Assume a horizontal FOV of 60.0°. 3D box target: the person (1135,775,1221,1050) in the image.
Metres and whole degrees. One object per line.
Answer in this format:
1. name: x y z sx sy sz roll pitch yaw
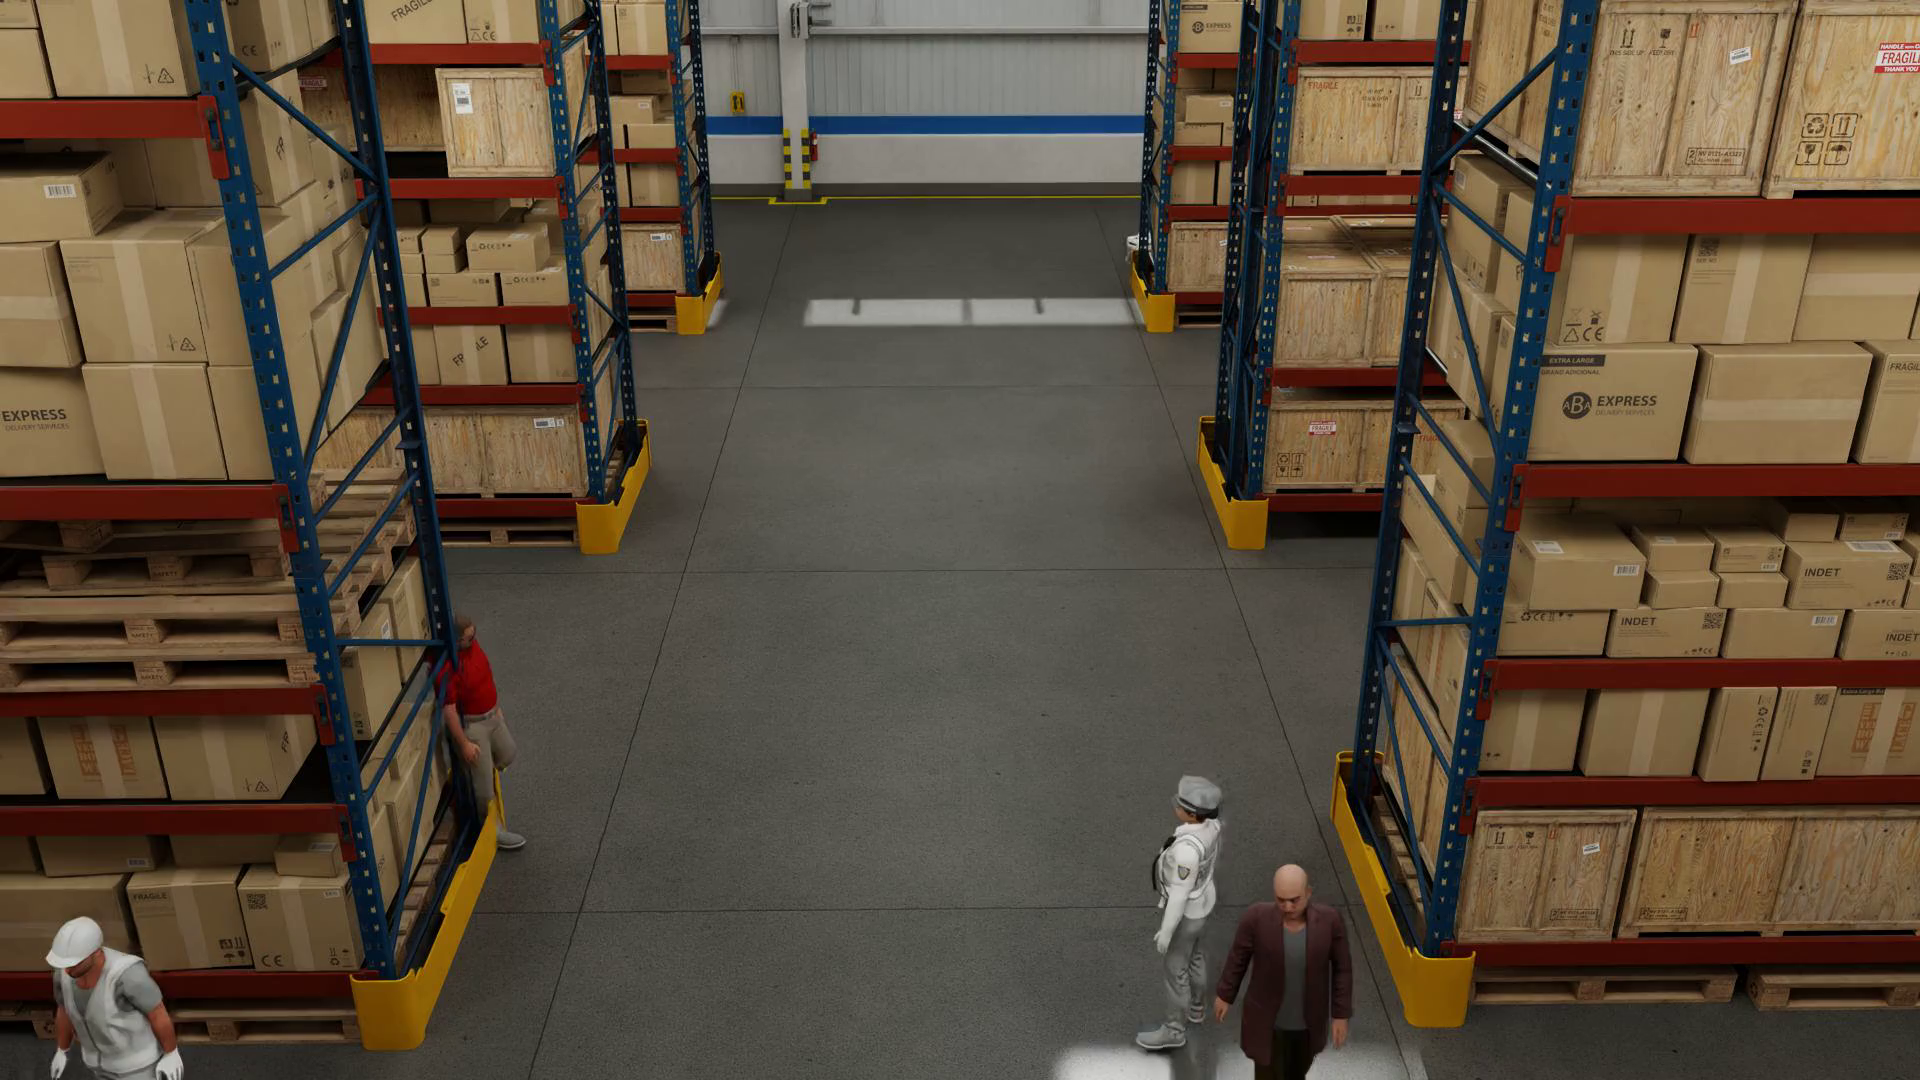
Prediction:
1. person: 1.270 2.105 9.439 0.333 1.687 0.540 12 28 25

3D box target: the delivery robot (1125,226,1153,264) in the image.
1. delivery robot: 2.819 -4.363 24.794 0.746 0.535 0.667 -16 30 -31

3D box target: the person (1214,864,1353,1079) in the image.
1. person: 1.688 2.417 8.701 0.694 1.771 0.734 1 25 2

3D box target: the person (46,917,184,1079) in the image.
1. person: -4.228 2.612 8.247 0.658 1.773 0.749 9 26 18

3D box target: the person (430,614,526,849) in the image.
1. person: -3.305 1.249 11.229 0.672 1.717 0.563 3 25 6
